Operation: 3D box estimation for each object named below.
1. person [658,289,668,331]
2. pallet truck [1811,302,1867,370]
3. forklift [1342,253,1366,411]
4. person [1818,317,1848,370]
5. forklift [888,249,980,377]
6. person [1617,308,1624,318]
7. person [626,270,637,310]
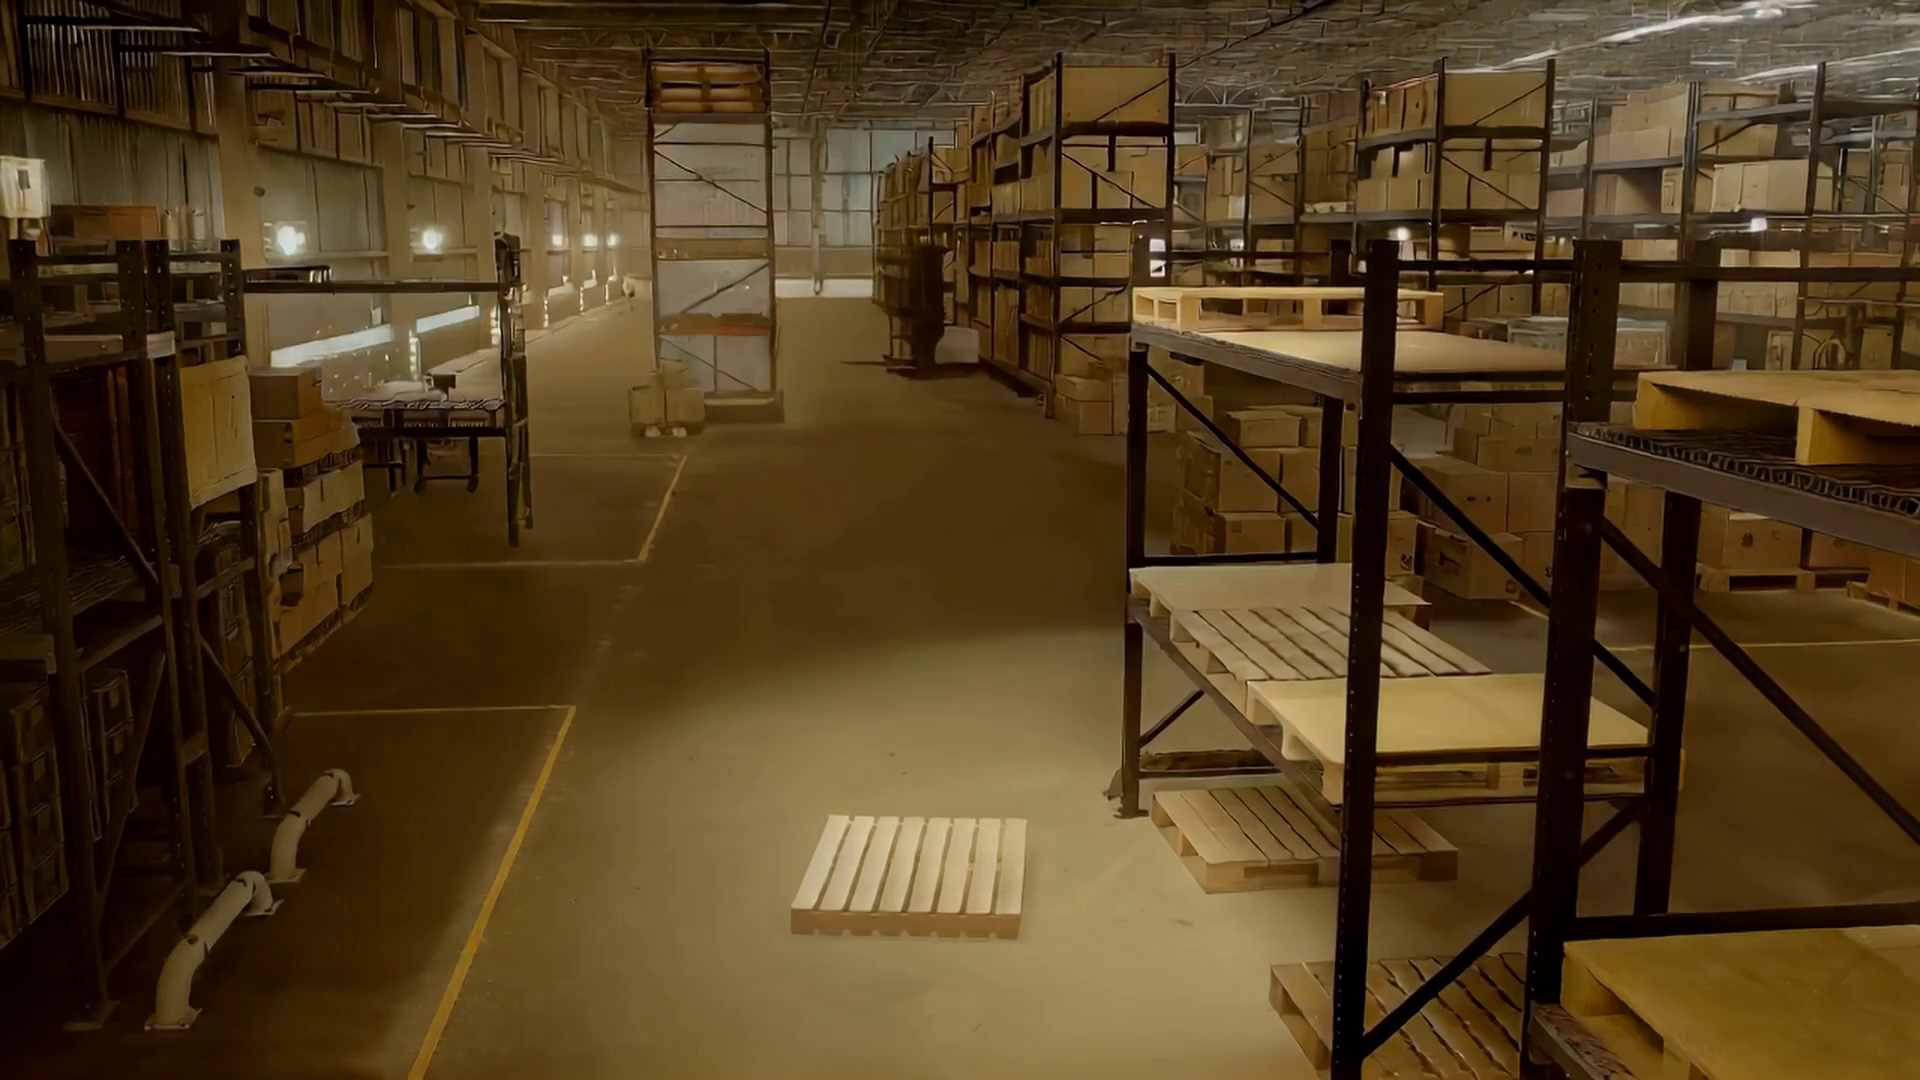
[{"bbox_3d":[-9.571,-7.610,54.159,0.567,1.783,1.022,-2,10,-13],"label":"person"},{"bbox_3d":[15.846,-3.142,28.793,1.885,1.965,0.823,2,10,12],"label":"pallet truck"},{"bbox_3d":[6.541,-3.242,26.897,1.129,2.768,1.873,-1,10,-6],"label":"forklift"},{"bbox_3d":[12.863,-2.337,24.586,0.397,1.911,0.587,6,12,32],"label":"person"},{"bbox_3d":[-0.581,-5.060,36.972,1.873,2.768,1.129,-3,11,-15],"label":"forklift"},{"bbox_3d":[11.598,-3.191,29.494,0.627,1.844,0.429,9,14,42],"label":"person"},{"bbox_3d":[-14.200,-10.795,71.933,0.483,1.735,0.340,-8,13,-37],"label":"person"}]
